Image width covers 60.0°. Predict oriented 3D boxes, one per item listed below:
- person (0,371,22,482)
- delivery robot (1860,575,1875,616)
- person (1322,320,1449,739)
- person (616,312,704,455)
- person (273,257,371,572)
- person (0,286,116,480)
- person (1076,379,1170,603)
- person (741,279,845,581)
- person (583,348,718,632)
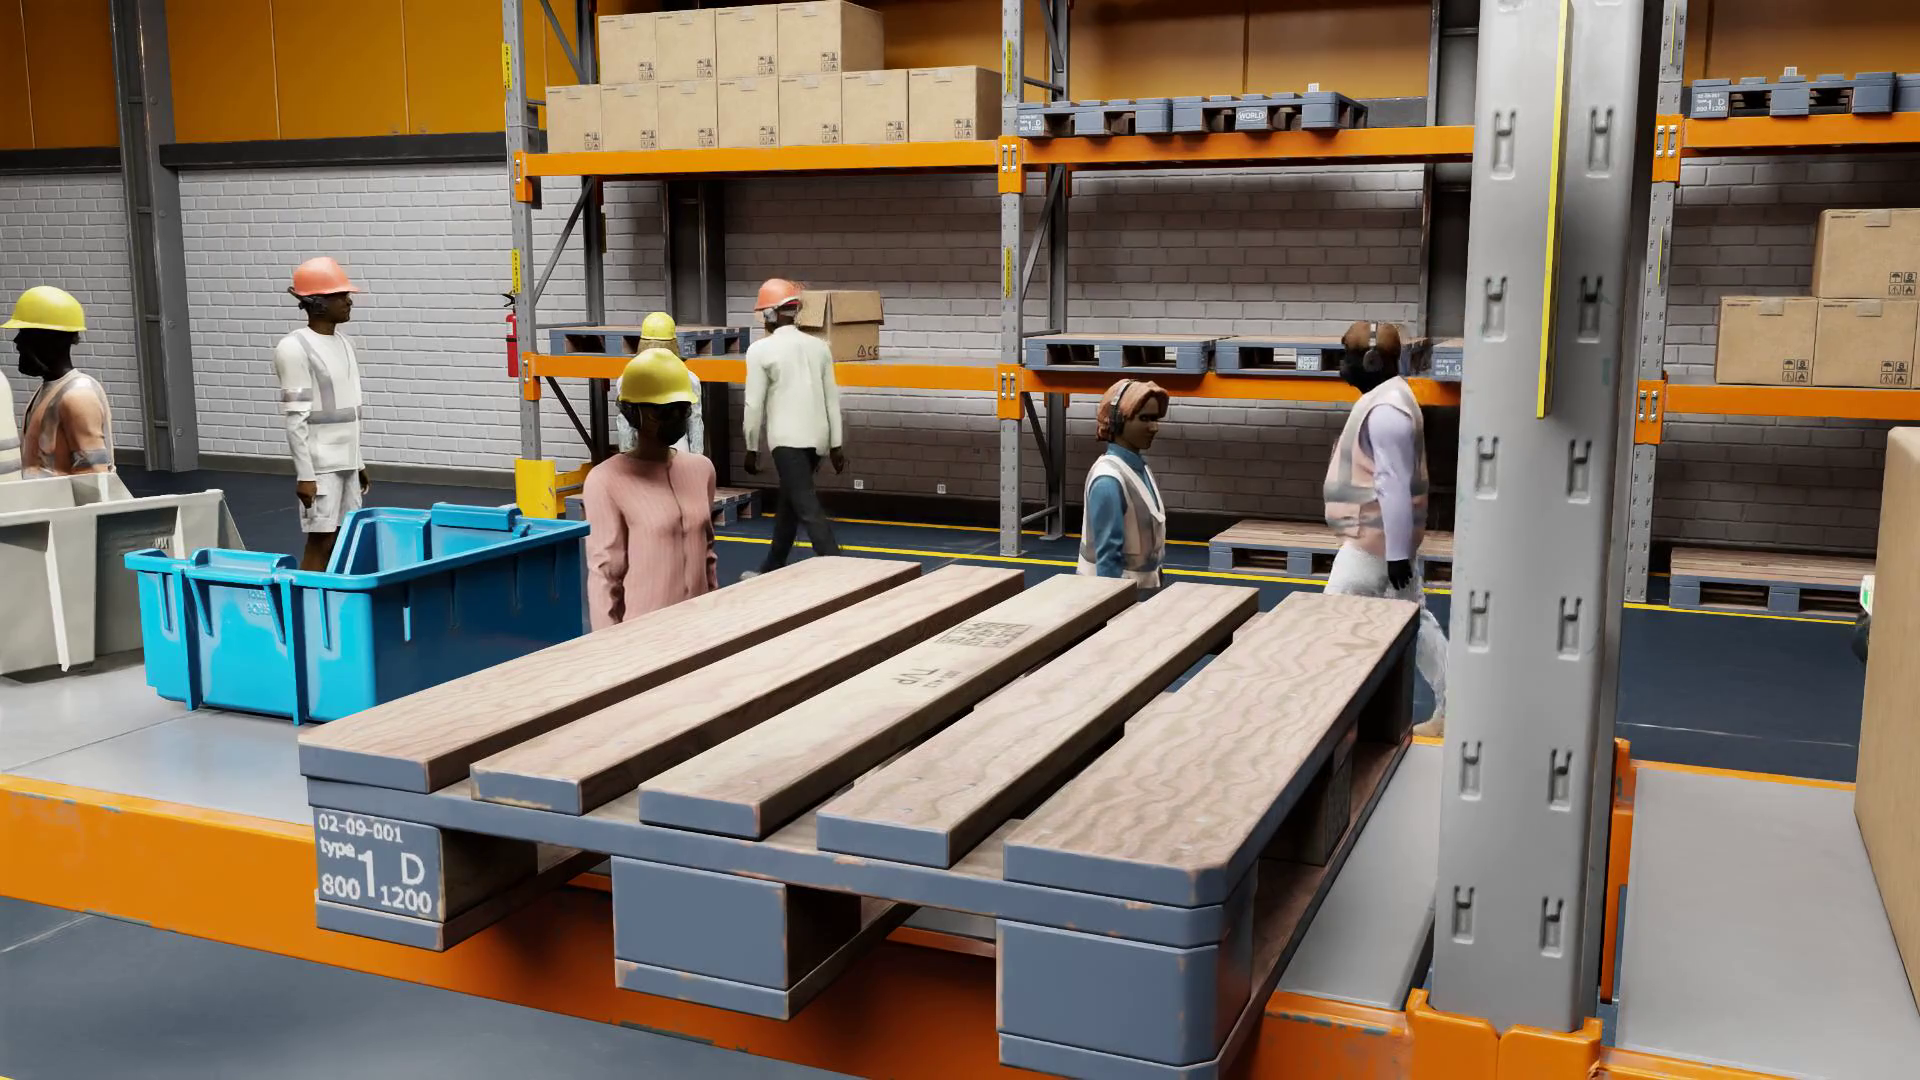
[{"bbox_3d":[-4.904,-0.257,8.286,0.410,1.822,0.594,-2,10,-9],"label":"person"},{"bbox_3d":[4.895,0.324,8.296,0.707,0.478,0.477,6,11,30],"label":"delivery robot"},{"bbox_3d":[1.761,-0.023,6.974,0.970,1.793,0.643,3,10,15],"label":"person"},{"bbox_3d":[-1.691,-0.417,9.459,0.484,1.744,0.294,-1,9,-3],"label":"person"},{"bbox_3d":[-3.175,-0.396,8.428,0.365,2.045,0.615,1,10,7],"label":"person"},{"bbox_3d":[-3.516,-0.027,6.565,0.361,1.930,0.587,-8,12,-40],"label":"person"},{"bbox_3d":[0.543,0.273,5.648,0.314,1.636,0.515,3,10,16],"label":"person"},{"bbox_3d":[-0.969,-0.579,9.904,1.003,1.937,0.596,7,12,38],"label":"person"},{"bbox_3d":[-0.910,0.299,5.106,0.310,1.768,0.533,7,11,34],"label":"person"}]
